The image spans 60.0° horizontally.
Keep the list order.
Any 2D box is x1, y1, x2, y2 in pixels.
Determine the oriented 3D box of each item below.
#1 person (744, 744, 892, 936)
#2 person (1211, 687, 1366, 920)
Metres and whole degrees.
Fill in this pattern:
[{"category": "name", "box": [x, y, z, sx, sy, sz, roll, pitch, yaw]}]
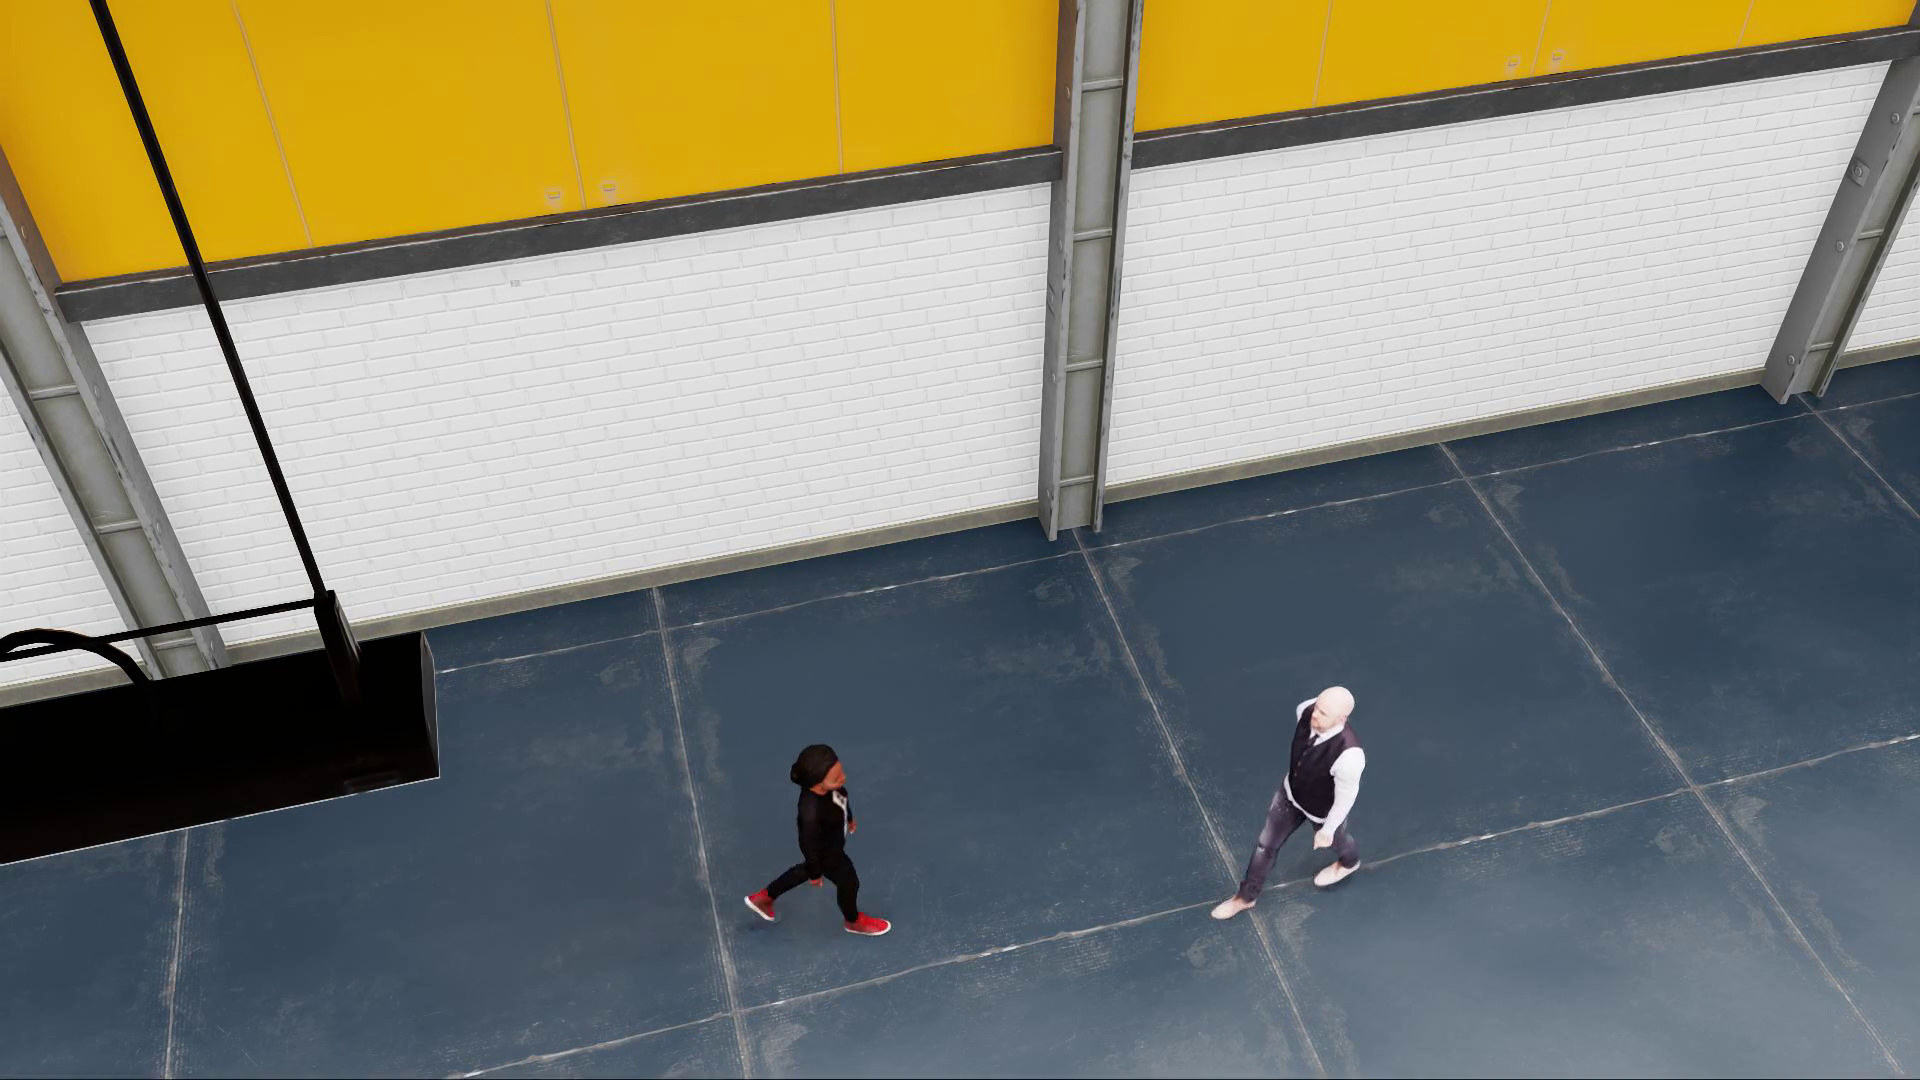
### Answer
[{"category": "person", "box": [-0.813, 1.645, 8.996, 1.108, 1.651, 0.785, 0, 44, 0]}, {"category": "person", "box": [2.027, 1.425, 9.138, 1.278, 1.772, 0.875, -18, 47, -18]}]
